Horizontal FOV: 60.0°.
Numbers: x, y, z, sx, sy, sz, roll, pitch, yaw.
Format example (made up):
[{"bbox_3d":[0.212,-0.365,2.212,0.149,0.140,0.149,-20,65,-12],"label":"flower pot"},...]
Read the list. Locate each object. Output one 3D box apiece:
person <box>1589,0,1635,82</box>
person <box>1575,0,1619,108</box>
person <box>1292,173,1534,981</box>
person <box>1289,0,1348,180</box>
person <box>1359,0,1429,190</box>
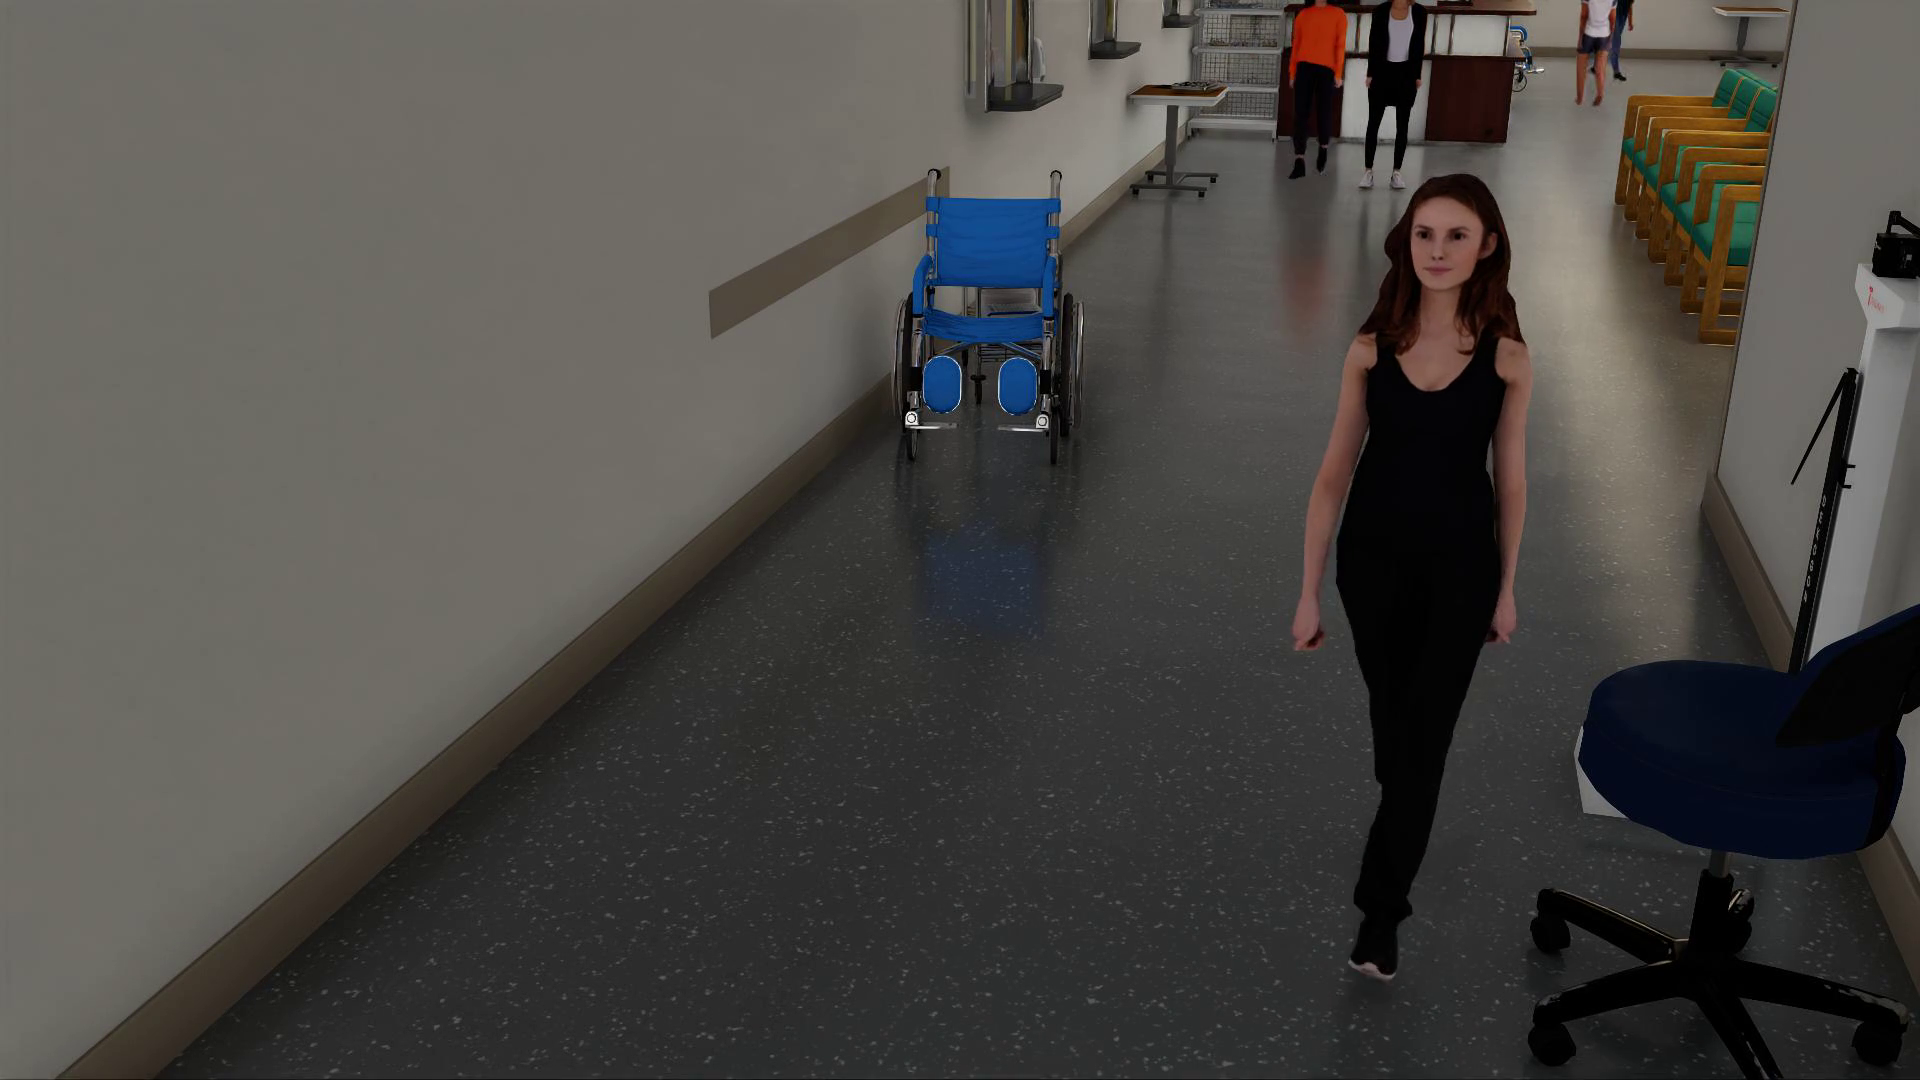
[{"bbox_3d":[8.952,-7.110,22.841,1.093,1.576,1.038,-7,22,-18],"label":"person"},{"bbox_3d":[7.529,-5.918,19.663,0.931,1.598,0.678,4,21,10],"label":"person"},{"bbox_3d":[1.044,0.056,3.763,1.113,1.689,0.787,9,23,22],"label":"person"},{"bbox_3d":[3.142,-4.056,14.549,0.656,1.738,0.746,11,24,28],"label":"person"},{"bbox_3d":[3.635,-3.854,13.928,0.463,1.801,0.680,3,21,9],"label":"person"}]
